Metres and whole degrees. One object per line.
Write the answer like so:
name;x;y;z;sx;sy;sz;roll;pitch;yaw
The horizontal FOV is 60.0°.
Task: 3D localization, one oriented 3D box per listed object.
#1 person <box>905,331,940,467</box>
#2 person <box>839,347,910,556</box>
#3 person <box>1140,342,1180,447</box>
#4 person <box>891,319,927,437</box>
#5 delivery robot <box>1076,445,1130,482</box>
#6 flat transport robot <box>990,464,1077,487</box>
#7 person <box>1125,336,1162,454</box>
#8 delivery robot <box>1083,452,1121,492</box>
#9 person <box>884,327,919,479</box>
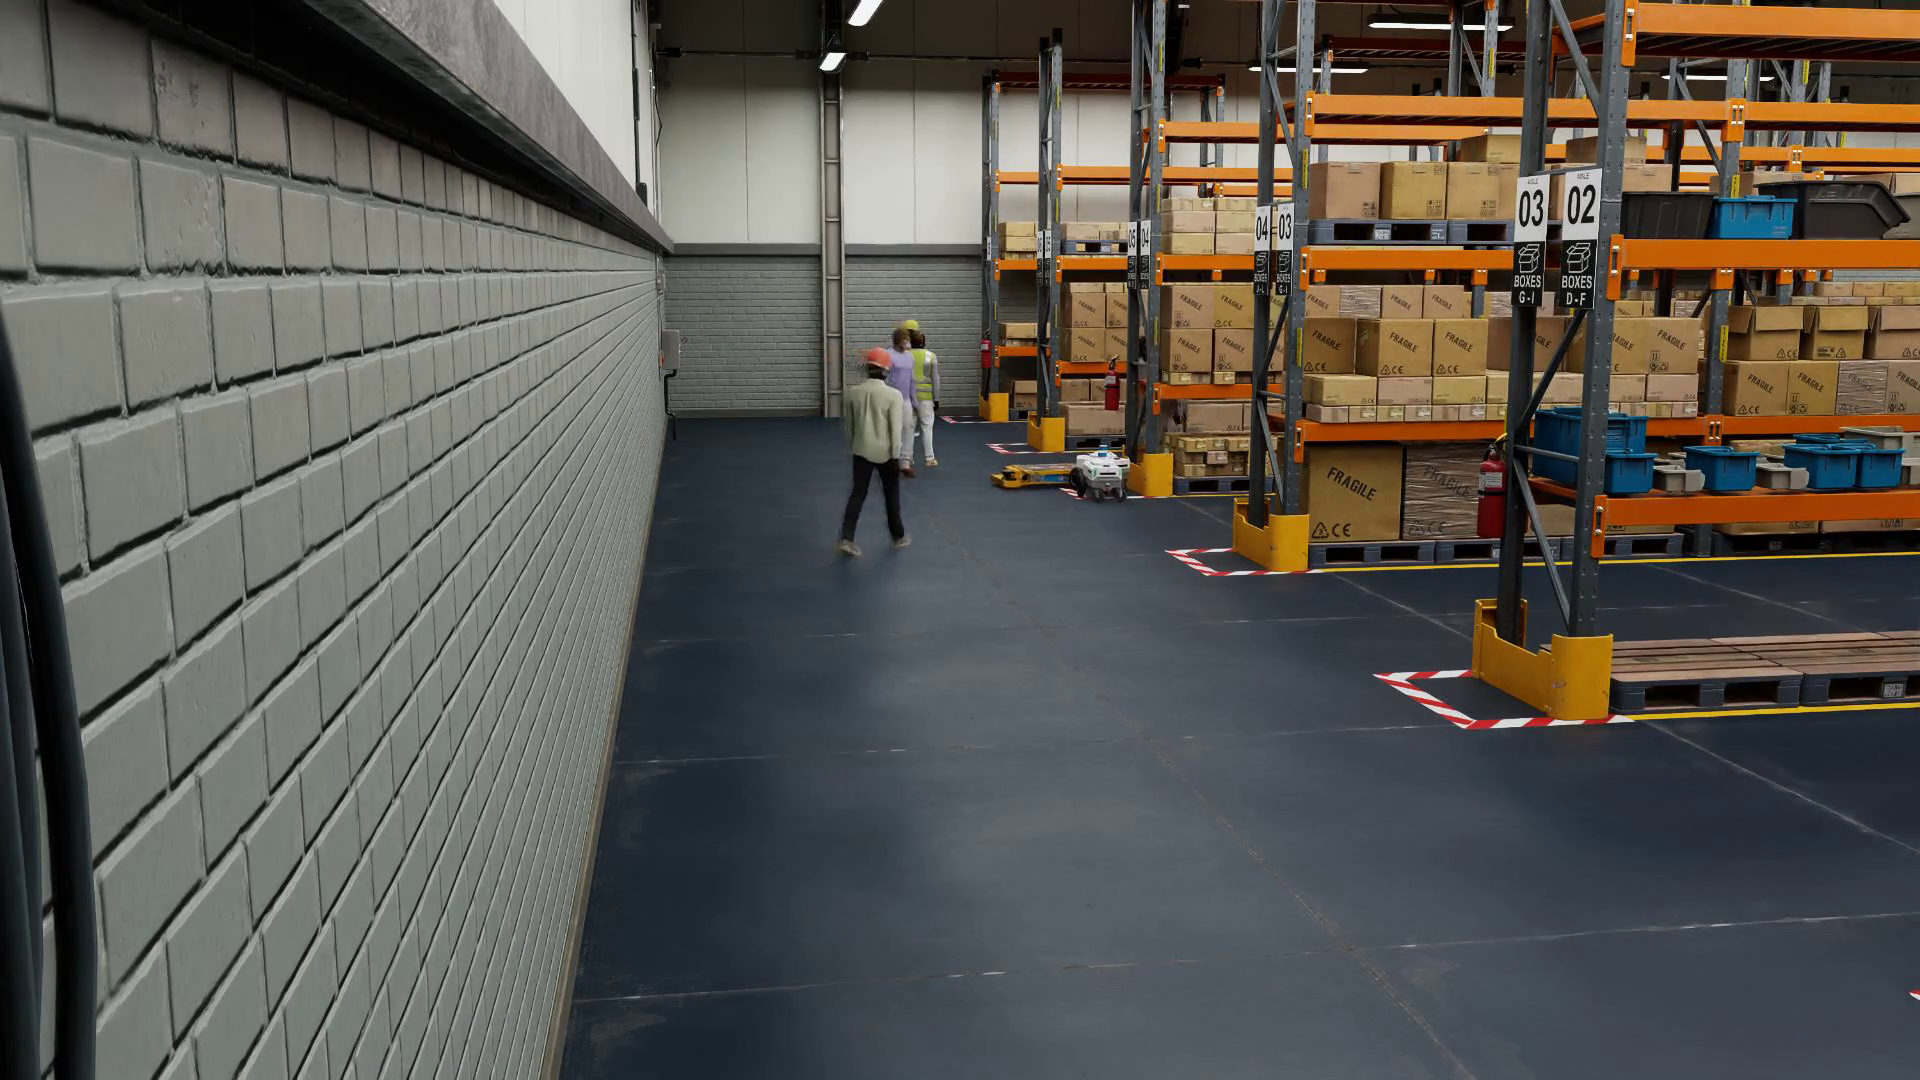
person;-0.565;-1.910;22.542;0.621;1.845;0.429;2;10;15
person;-0.815;-0.830;15.592;0.632;1.944;1.058;4;10;25
person;2.526;-1.633;21.018;0.978;1.795;0.641;-3;10;-19
person;-0.812;-2.534;26.229;0.587;1.897;0.897;1;9;6
delivery robot;1.717;-0.892;19.932;0.477;0.478;0.707;-6;11;-34
flat transport robot;1.145;-0.810;20.584;1.431;0.197;0.652;-2;9;-14
person;2.366;-1.670;21.107;0.562;1.837;0.731;-6;11;-31
delivery robot;1.642;-0.780;19.242;0.477;0.478;0.707;-1;9;-6
person;-0.793;-1.757;21.308;0.397;1.936;0.636;6;11;34
